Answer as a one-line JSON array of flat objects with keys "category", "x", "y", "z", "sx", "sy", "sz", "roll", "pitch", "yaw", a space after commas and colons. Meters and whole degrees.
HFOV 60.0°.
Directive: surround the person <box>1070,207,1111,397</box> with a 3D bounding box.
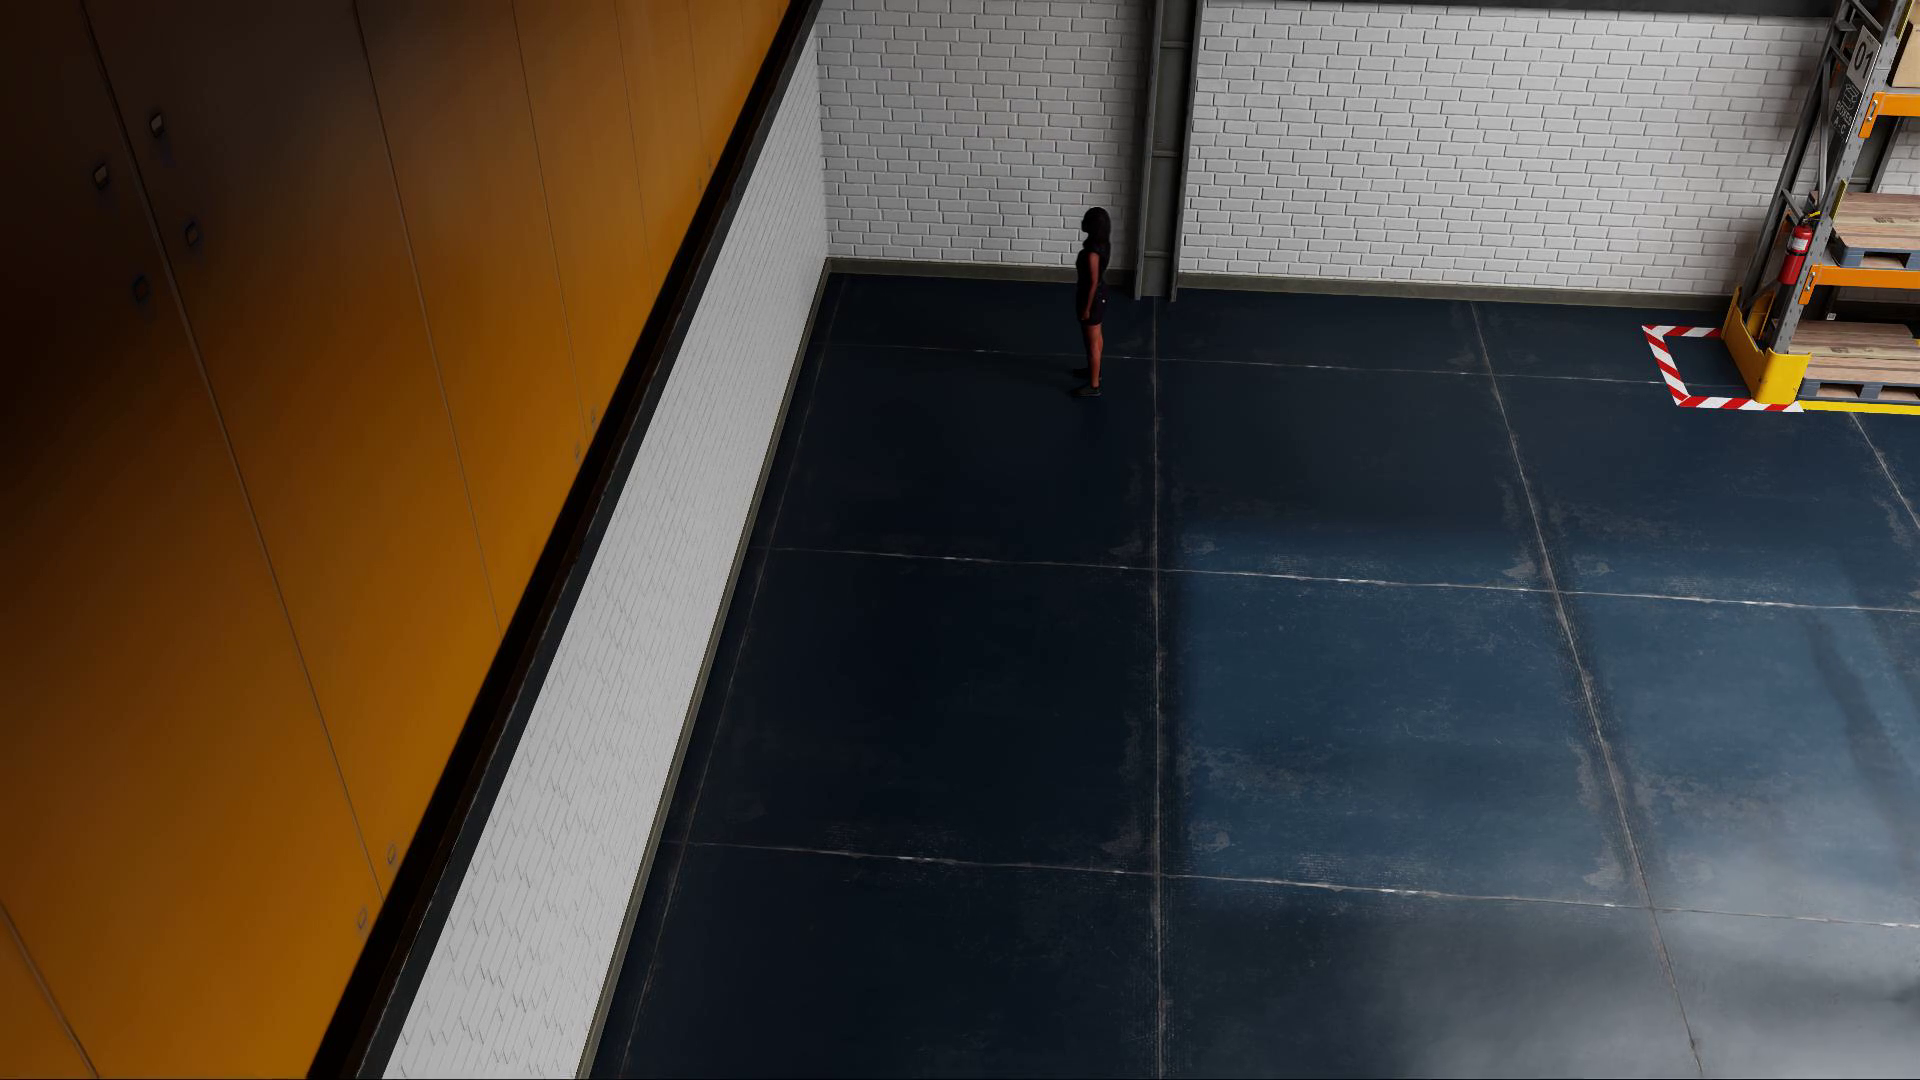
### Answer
[{"category": "person", "x": 1.120, "y": -2.030, "z": 14.139, "sx": 0.519, "sy": 1.740, "sz": 0.607, "roll": 5, "pitch": 39, "yaw": 7}]
